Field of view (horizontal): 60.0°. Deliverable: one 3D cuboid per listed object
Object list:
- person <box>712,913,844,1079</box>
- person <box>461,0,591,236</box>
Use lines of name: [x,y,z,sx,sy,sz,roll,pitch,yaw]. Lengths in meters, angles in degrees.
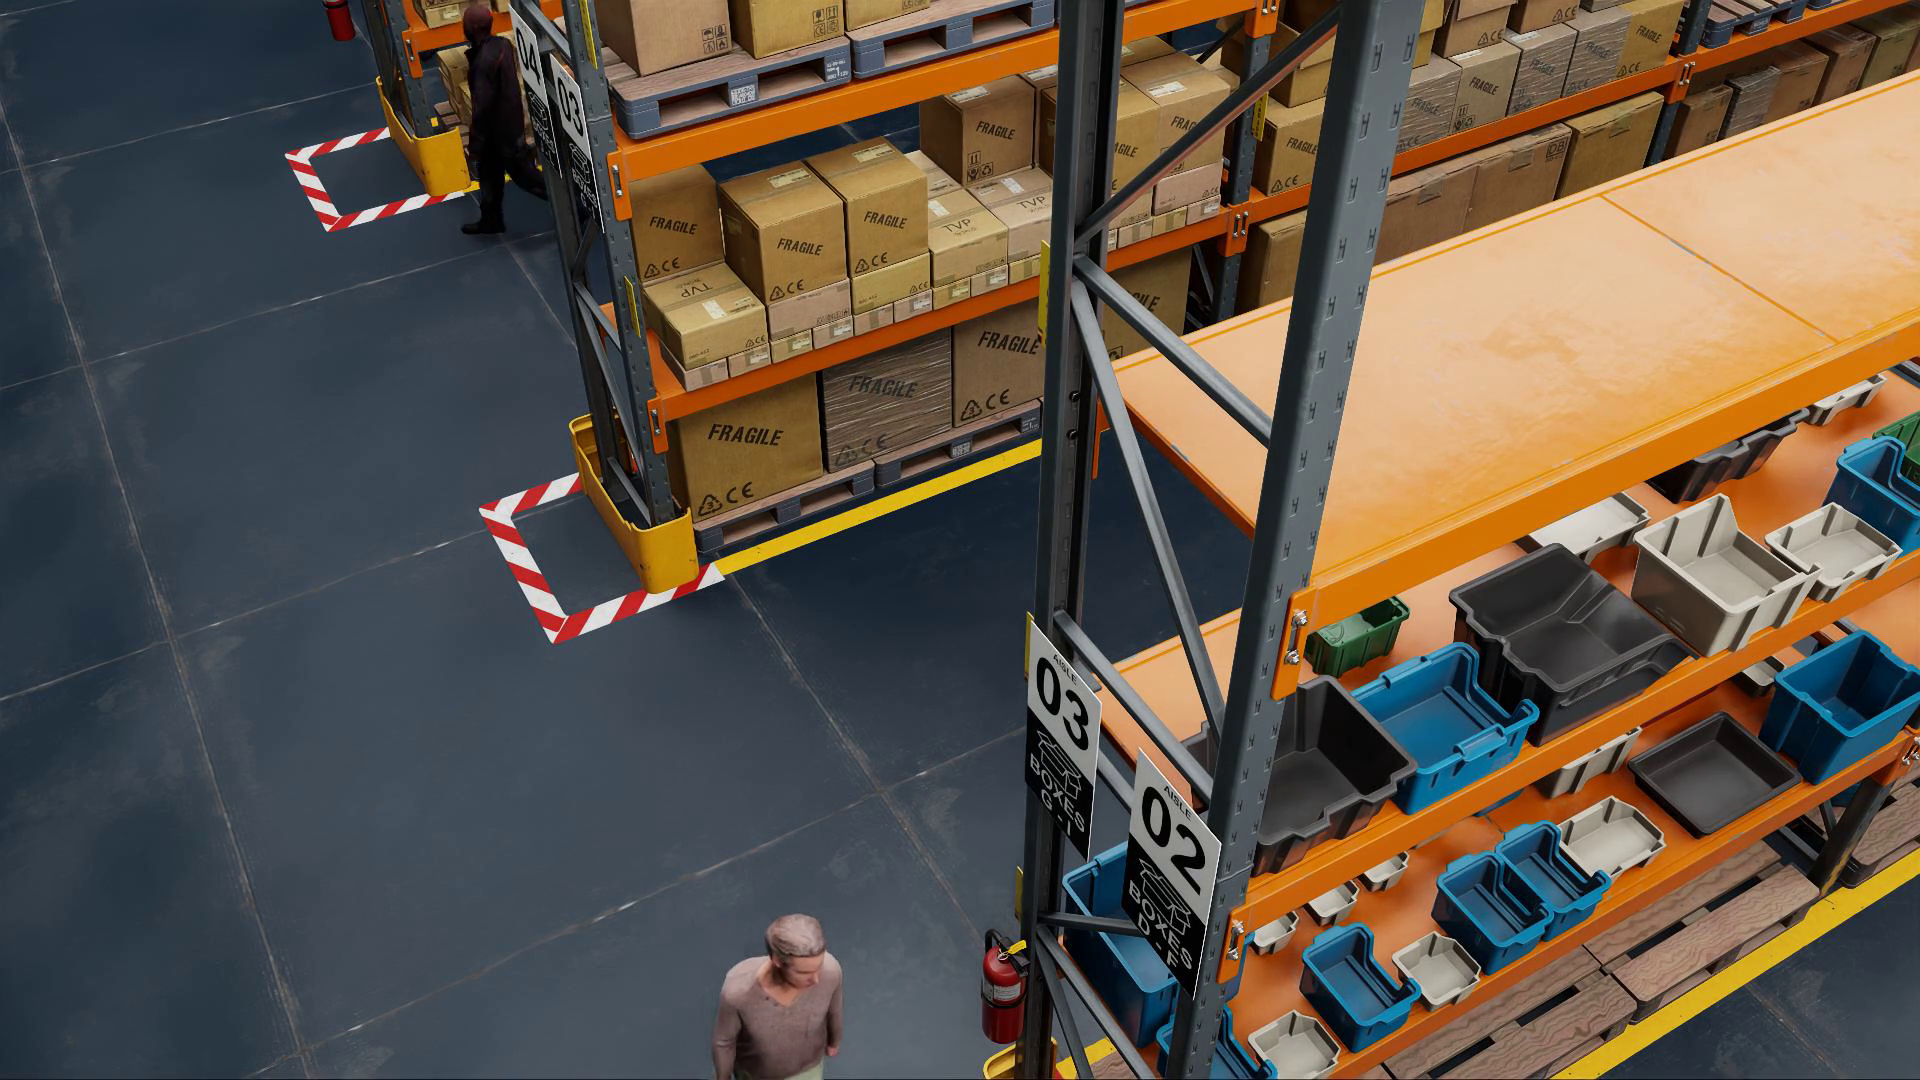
person: [-0.718,2.001,6.630,1.262,1.827,1.088,-2,43,-3]
person: [-3.177,-2.963,11.957,1.311,1.811,0.988,-8,44,-8]
